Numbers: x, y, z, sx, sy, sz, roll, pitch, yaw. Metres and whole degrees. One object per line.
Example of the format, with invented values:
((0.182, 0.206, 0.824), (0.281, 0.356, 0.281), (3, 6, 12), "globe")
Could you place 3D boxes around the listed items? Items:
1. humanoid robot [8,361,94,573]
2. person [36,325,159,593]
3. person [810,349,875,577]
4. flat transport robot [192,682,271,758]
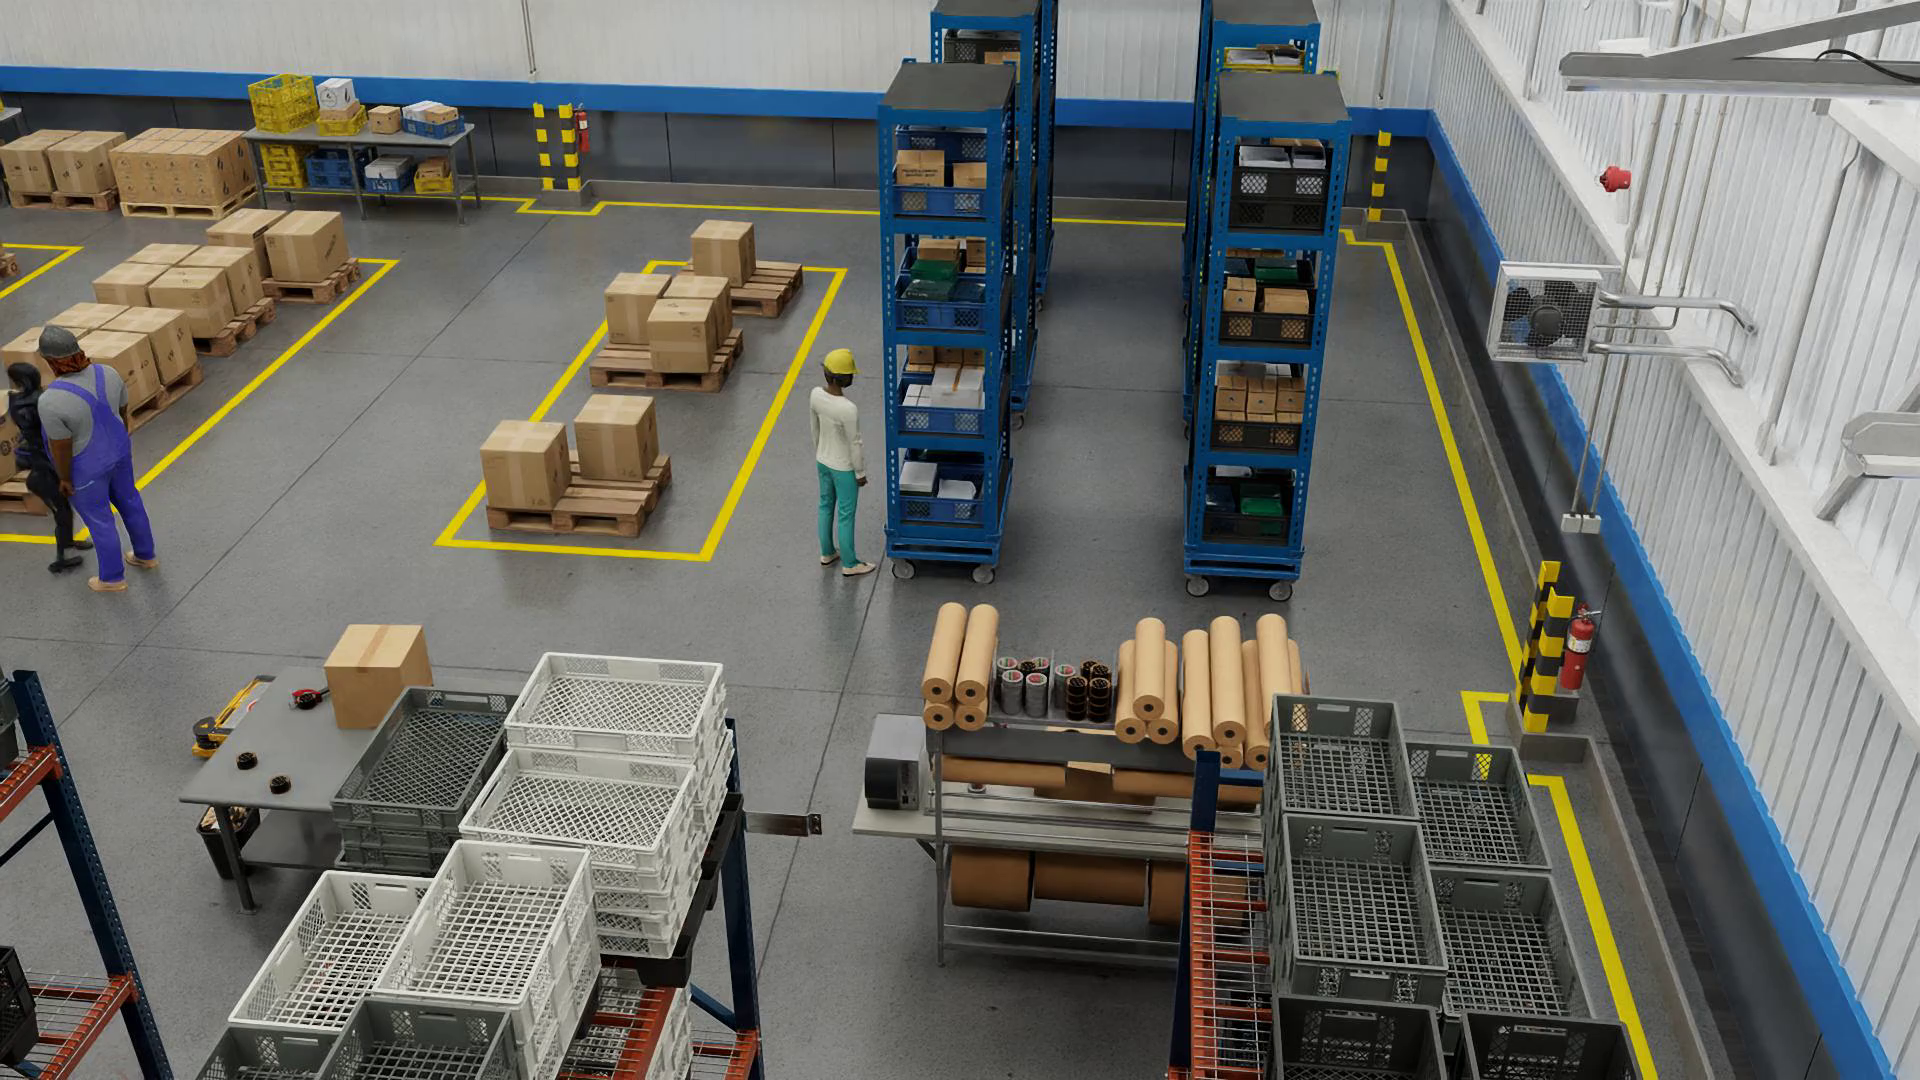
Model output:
((-6.721, -0.580, 12.277), (0.383, 1.638, 0.649), (-9, 31, -15), "humanoid robot")
((-6.261, -0.593, 11.933), (0.539, 2.000, 0.683), (10, 32, 16), "person")
((-0.869, -0.568, 12.167), (0.325, 1.760, 0.523), (-24, 38, -35), "person")
((-4.089, 1.163, 10.648), (1.431, 0.197, 0.652), (3, 30, 6), "flat transport robot")
